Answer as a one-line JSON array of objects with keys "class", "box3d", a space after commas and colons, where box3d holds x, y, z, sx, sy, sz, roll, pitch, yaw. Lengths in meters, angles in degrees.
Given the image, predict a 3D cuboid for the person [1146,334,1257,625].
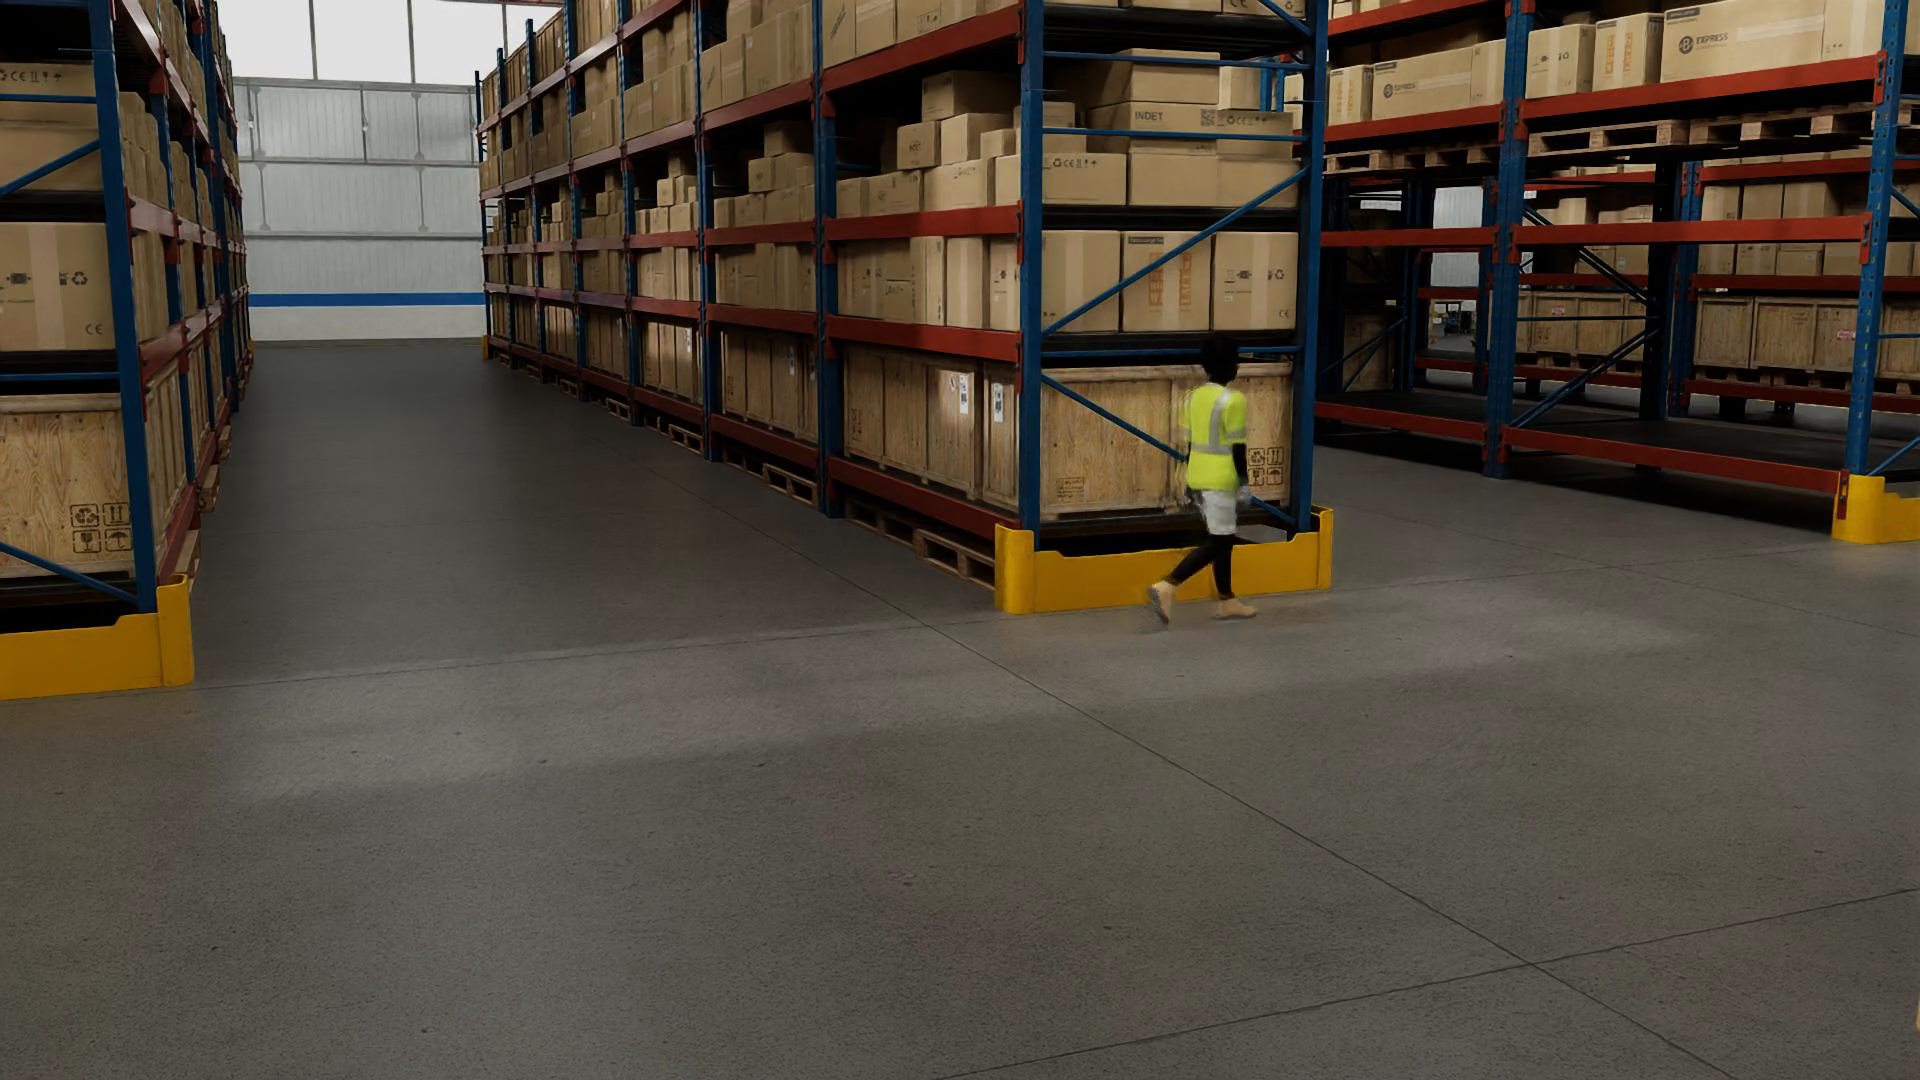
[{"class": "person", "box3d": [1.392, -0.333, 9.440, 0.713, 1.672, 0.530, -3, 10, -18]}]
